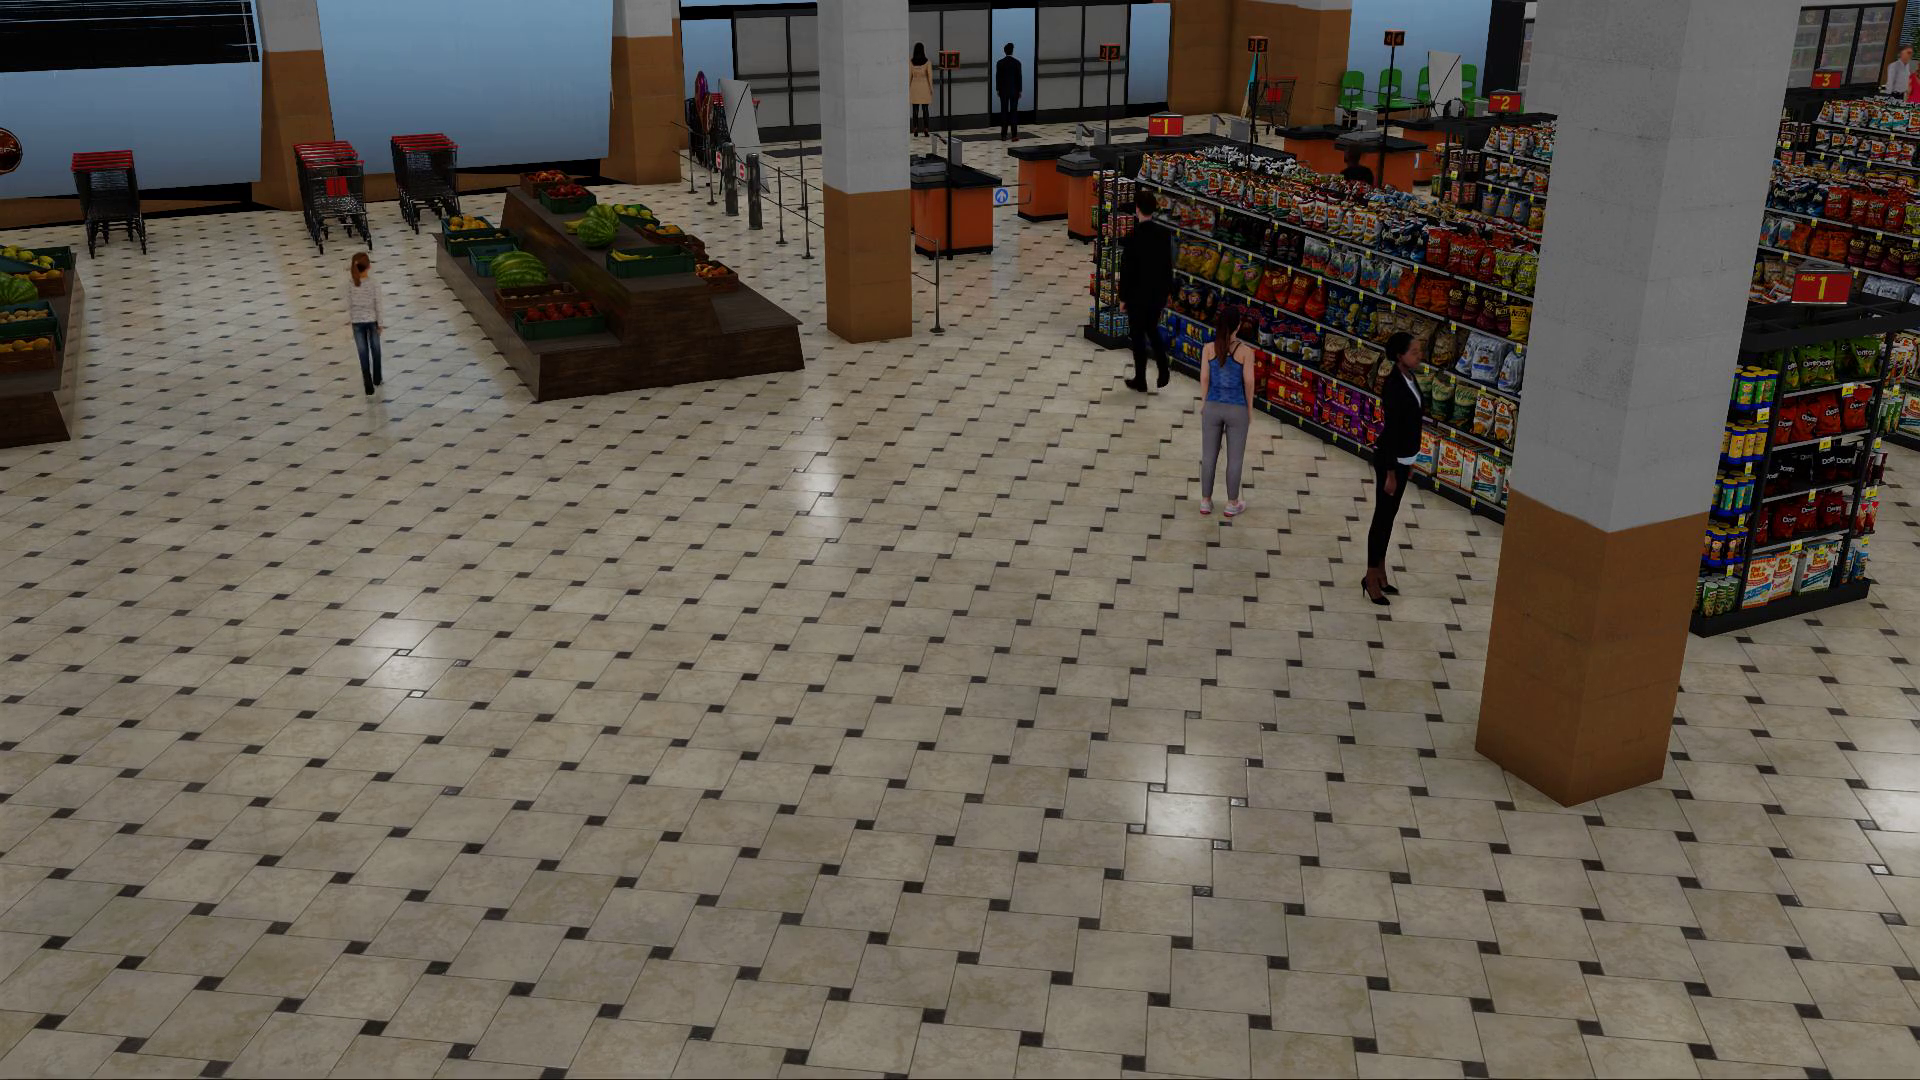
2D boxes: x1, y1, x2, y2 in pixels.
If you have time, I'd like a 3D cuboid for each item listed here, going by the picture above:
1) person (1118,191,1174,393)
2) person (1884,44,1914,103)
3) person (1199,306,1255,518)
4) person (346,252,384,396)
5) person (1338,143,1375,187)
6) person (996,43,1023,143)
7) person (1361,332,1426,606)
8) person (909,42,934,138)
[{"bbox_3d":[1.765,-2.249,15.314,0.691,1.879,0.824,-10,24,-23],"label":"person"},{"bbox_3d":[16.319,-7.739,29.060,0.653,1.817,0.567,-12,25,-26],"label":"person"},{"bbox_3d":[1.994,-0.969,12.489,0.655,1.610,0.720,9,23,21],"label":"person"},{"bbox_3d":[-5.537,-1.989,15.459,0.565,1.289,0.946,-6,23,-15],"label":"person"},{"bbox_3d":[4.354,-3.423,18.384,0.783,1.769,1.197,-14,26,-31],"label":"person"},{"bbox_3d":[0.886,-8.098,30.076,0.708,1.726,0.736,5,22,11],"label":"person"},{"bbox_3d":[2.853,-0.478,10.966,0.696,1.834,0.670,12,25,27],"label":"person"},{"bbox_3d":[-0.737,-8.268,30.559,0.713,1.682,0.723,3,22,8],"label":"person"}]
